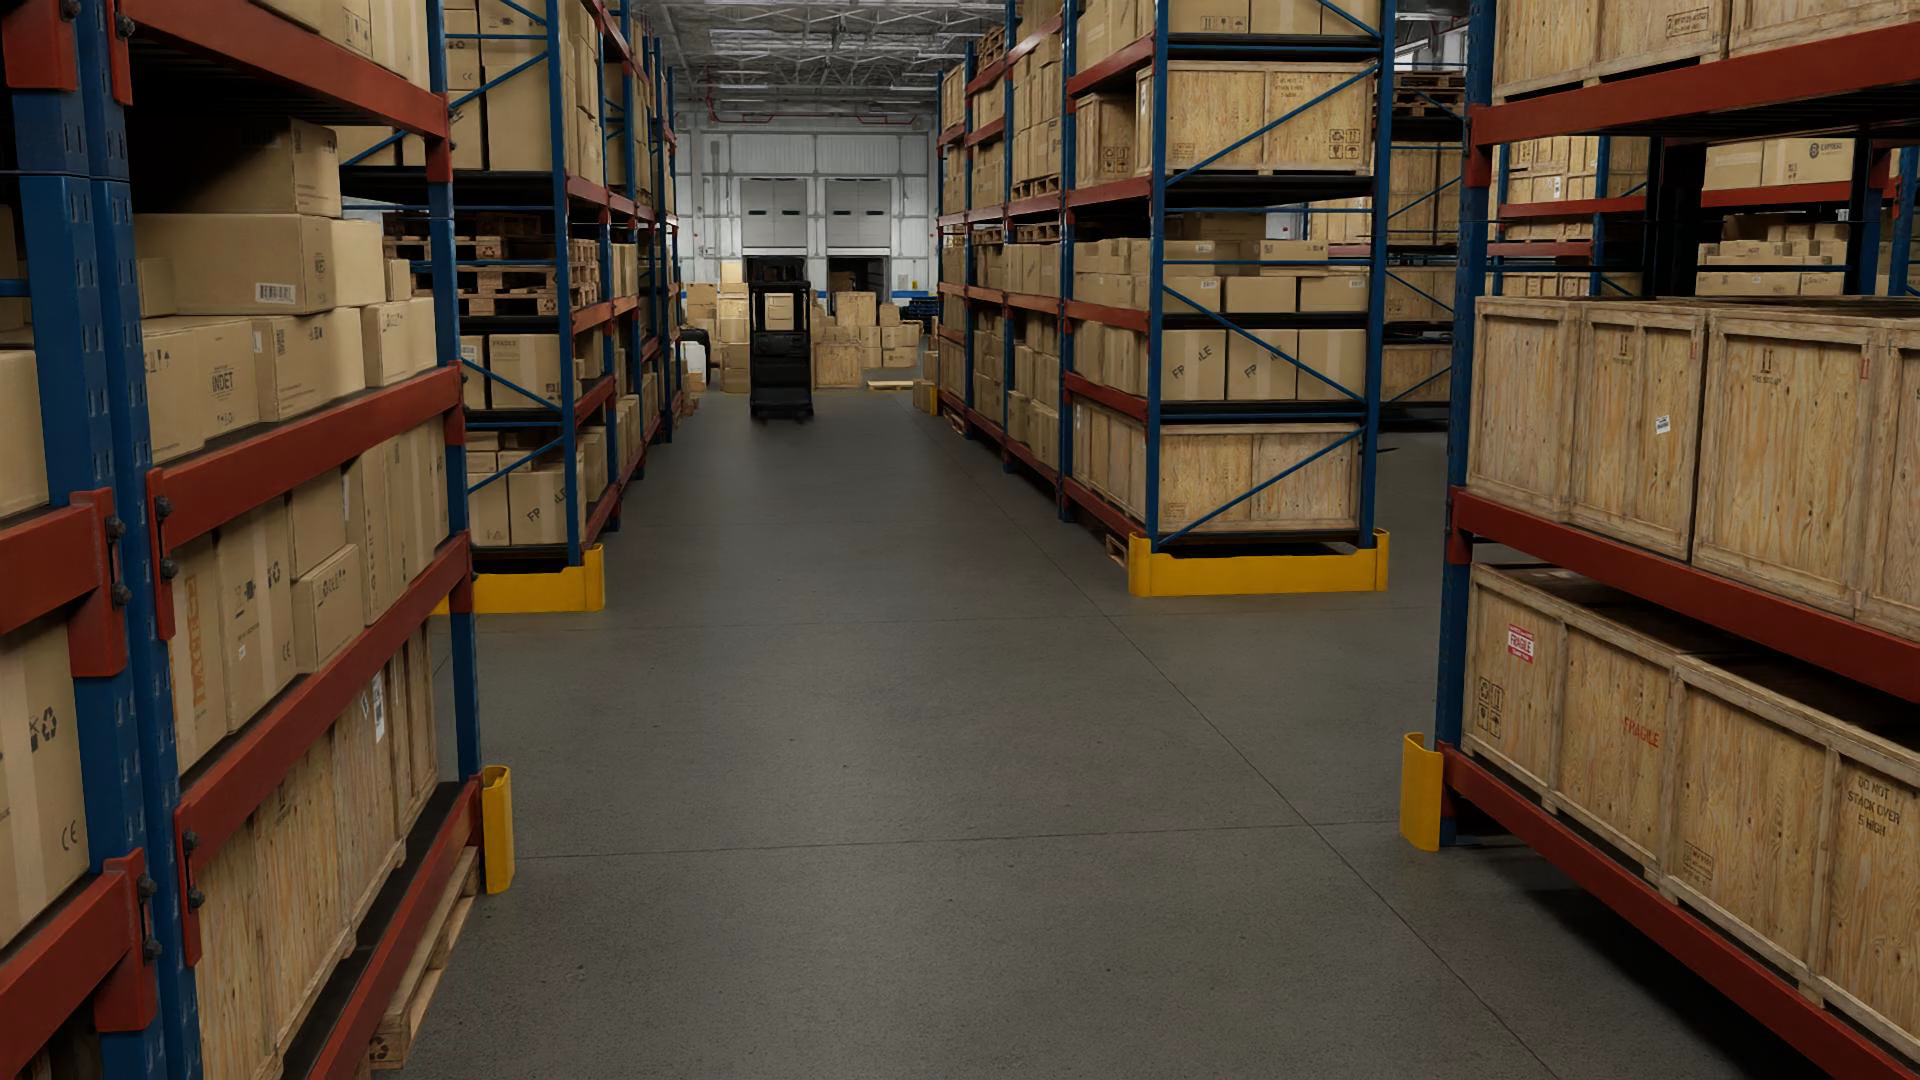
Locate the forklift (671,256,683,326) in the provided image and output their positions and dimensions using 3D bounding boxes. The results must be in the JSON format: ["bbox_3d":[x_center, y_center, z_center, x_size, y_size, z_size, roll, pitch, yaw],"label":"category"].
[{"bbox_3d":[-11.354,-9.571,64.286,1.129,2.768,1.873,-1,10,-7],"label":"forklift"}]

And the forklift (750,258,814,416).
[{"bbox_3d":[-3.277,-3.722,30.233,1.129,2.768,1.873,-1,10,-7],"label":"forklift"}]

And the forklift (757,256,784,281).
[{"bbox_3d":[-6.951,-9.037,61.177,1.129,2.768,1.873,-7,12,-34],"label":"forklift"}]

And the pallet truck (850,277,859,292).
[{"bbox_3d":[-3.782,-9.391,65.808,1.885,1.965,0.823,2,10,10],"label":"pallet truck"}]
